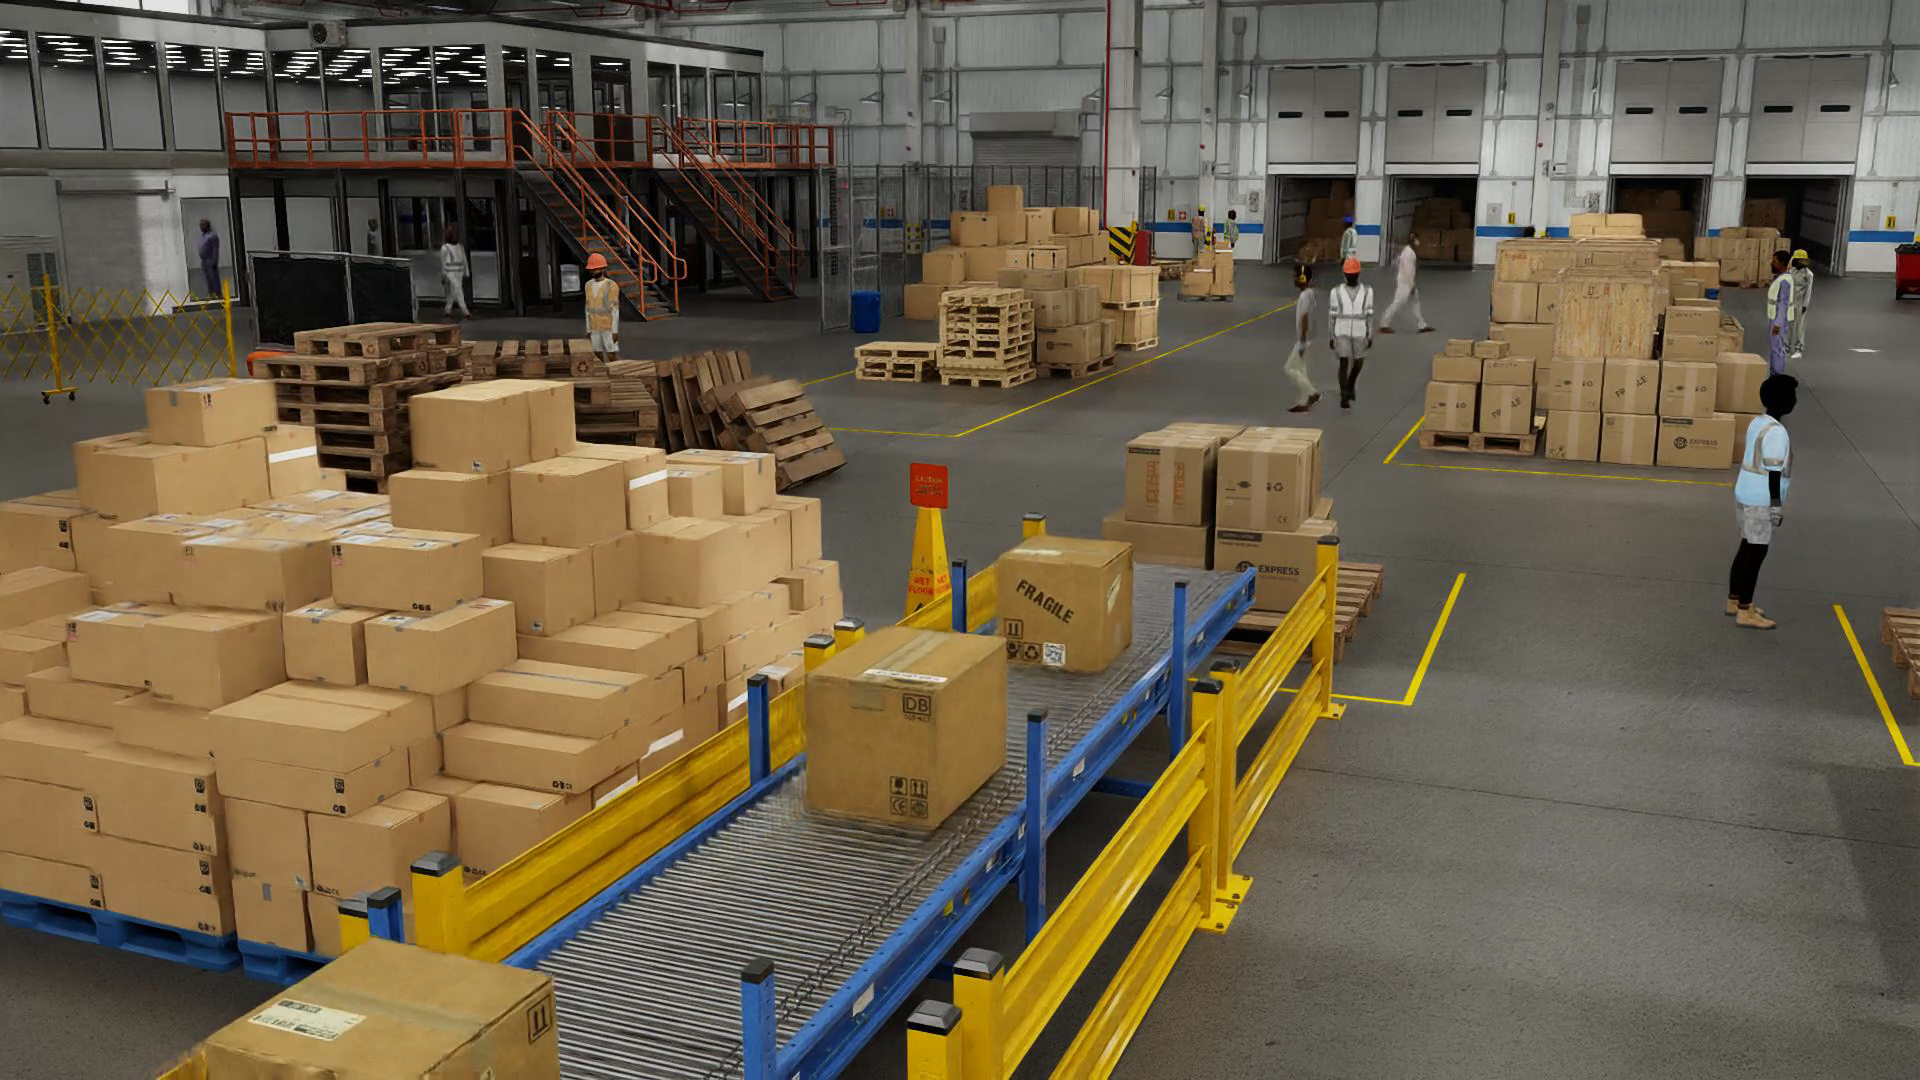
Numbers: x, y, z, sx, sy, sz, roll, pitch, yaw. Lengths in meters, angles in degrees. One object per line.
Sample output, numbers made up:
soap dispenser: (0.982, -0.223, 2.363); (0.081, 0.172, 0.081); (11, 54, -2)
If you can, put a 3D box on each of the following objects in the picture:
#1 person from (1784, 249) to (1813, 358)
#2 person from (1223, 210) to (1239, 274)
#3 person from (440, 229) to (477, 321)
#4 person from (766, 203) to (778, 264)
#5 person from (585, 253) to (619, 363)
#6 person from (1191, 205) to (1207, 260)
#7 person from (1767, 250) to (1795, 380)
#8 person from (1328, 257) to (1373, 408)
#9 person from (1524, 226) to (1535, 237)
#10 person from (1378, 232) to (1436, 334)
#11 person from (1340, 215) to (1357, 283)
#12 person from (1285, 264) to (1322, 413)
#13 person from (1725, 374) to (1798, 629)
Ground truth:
person: (13.489, -3.813, 26.860); (0.296, 1.744, 0.487); (-5, 13, -21)
person: (7.885, -8.664, 48.399); (0.429, 1.845, 0.621); (-1, 13, -4)
person: (-10.195, -5.359, 33.608); (0.970, 1.835, 0.591); (7, 14, 28)
person: (-6.343, -9.906, 53.708); (0.911, 1.963, 0.610); (0, 13, 0)
person: (-4.730, -2.803, 21.926); (0.543, 1.928, 0.400); (7, 14, 28)
person: (7.347, -9.283, 51.004); (0.401, 1.919, 0.591); (-11, 17, -40)
person: (11.248, -3.010, 22.862); (0.391, 1.920, 0.587); (4, 13, 18)
person: (4.981, -2.652, 21.250); (0.560, 1.918, 0.499); (2, 13, 7)
person: (12.076, -5.803, 35.587); (0.643, 1.831, 0.530); (-4, 13, -19)
person: (8.253, -4.727, 30.663); (1.038, 1.884, 0.650); (4, 13, 17)
person: (9.196, -6.720, 39.437); (0.387, 1.949, 0.602); (7, 15, 30)
person: (4.241, -2.487, 20.658); (0.409, 1.850, 0.556); (3, 13, 14)
person: (5.334, -0.261, 11.060); (0.321, 1.693, 0.538); (3, 13, 13)
